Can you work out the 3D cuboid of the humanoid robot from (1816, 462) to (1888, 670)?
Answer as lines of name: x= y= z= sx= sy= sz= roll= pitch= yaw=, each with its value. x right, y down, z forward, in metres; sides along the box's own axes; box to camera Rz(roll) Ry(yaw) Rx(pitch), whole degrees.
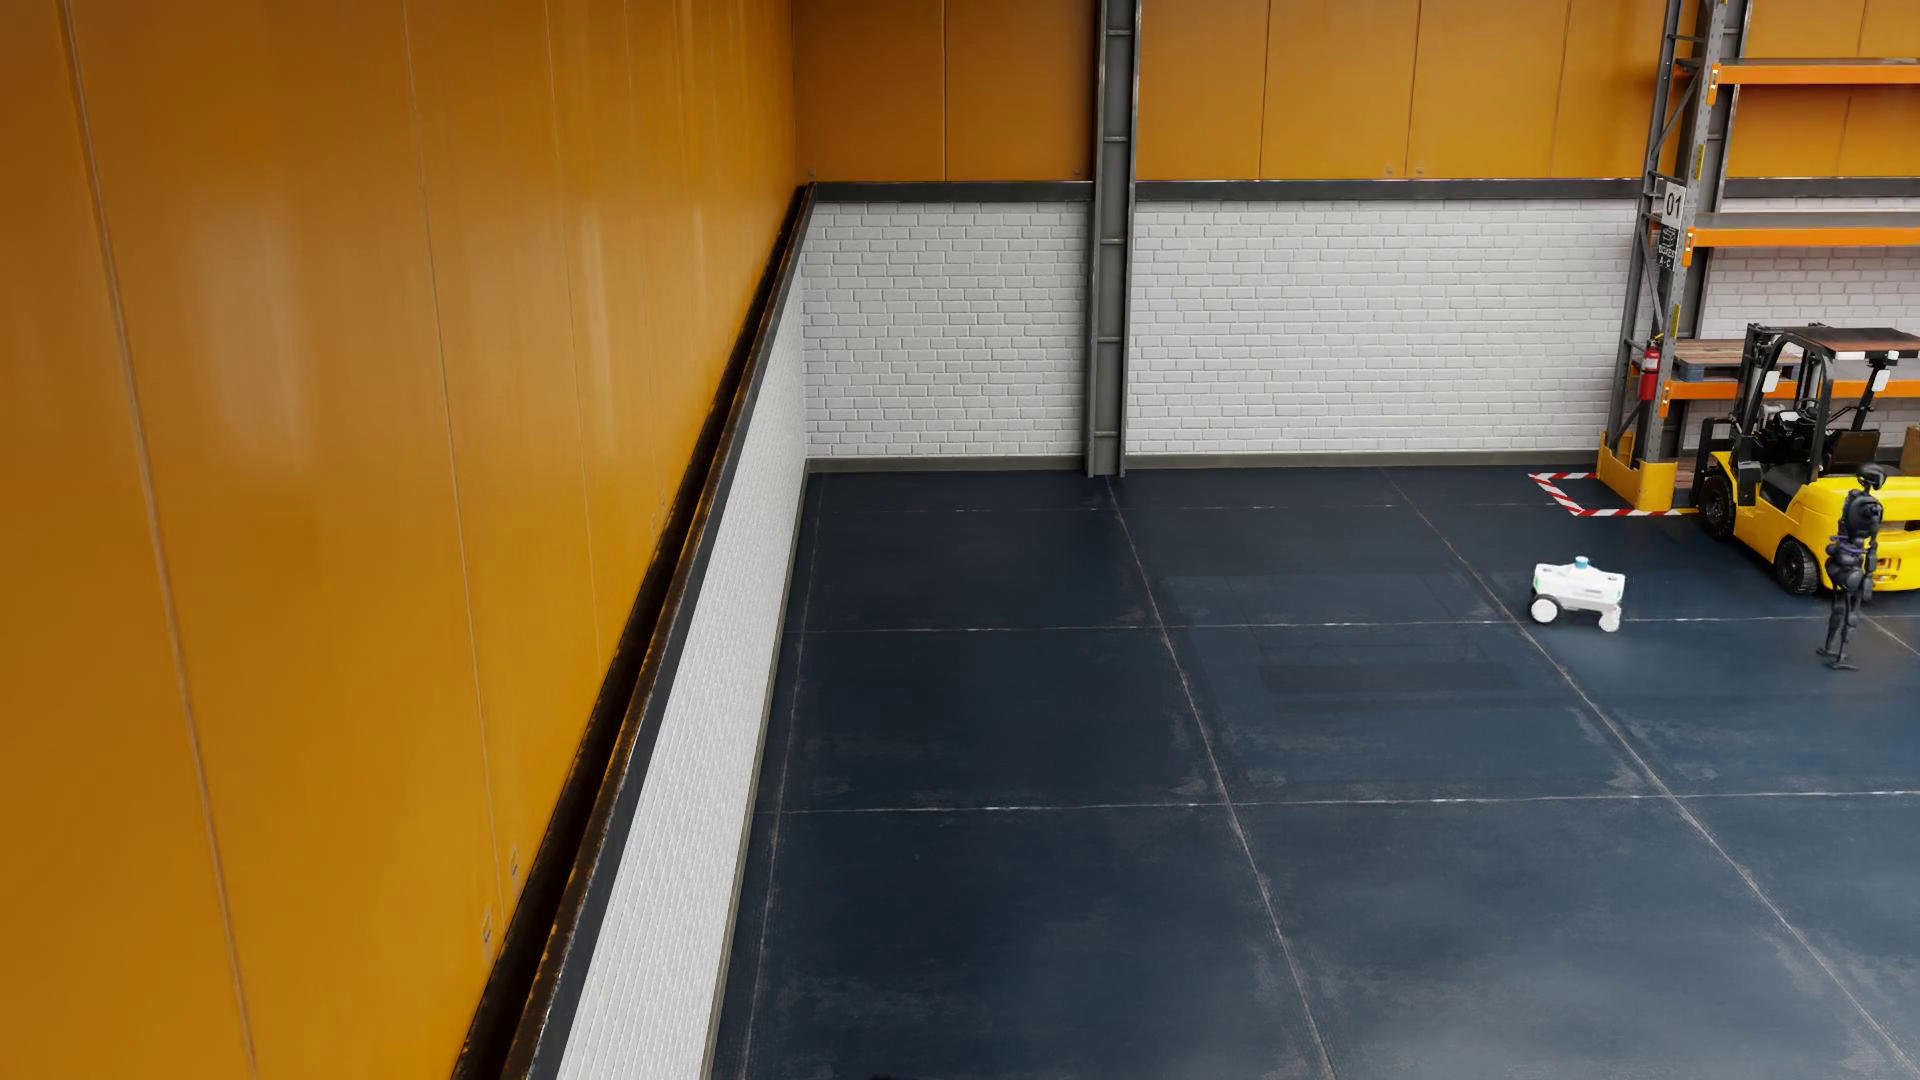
humanoid robot: x=6.979 y=0.180 z=13.021 sx=0.324 sy=1.653 sz=0.584 roll=0 pitch=20 yaw=1

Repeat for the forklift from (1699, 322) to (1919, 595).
forklift: x=7.809 y=-0.792 z=14.926 sx=1.214 sy=2.155 sz=2.313 roll=-1 pitch=20 yaw=-2

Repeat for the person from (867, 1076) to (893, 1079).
person: x=-0.239 y=2.707 z=6.174 sx=0.323 sy=1.685 sz=0.545 roll=-6 pitch=21 yaw=-15

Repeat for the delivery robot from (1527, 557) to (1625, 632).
delivery robot: x=5.167 y=0.435 z=13.966 sx=0.797 sy=0.599 sz=0.499 roll=8 pitch=22 yaw=22
